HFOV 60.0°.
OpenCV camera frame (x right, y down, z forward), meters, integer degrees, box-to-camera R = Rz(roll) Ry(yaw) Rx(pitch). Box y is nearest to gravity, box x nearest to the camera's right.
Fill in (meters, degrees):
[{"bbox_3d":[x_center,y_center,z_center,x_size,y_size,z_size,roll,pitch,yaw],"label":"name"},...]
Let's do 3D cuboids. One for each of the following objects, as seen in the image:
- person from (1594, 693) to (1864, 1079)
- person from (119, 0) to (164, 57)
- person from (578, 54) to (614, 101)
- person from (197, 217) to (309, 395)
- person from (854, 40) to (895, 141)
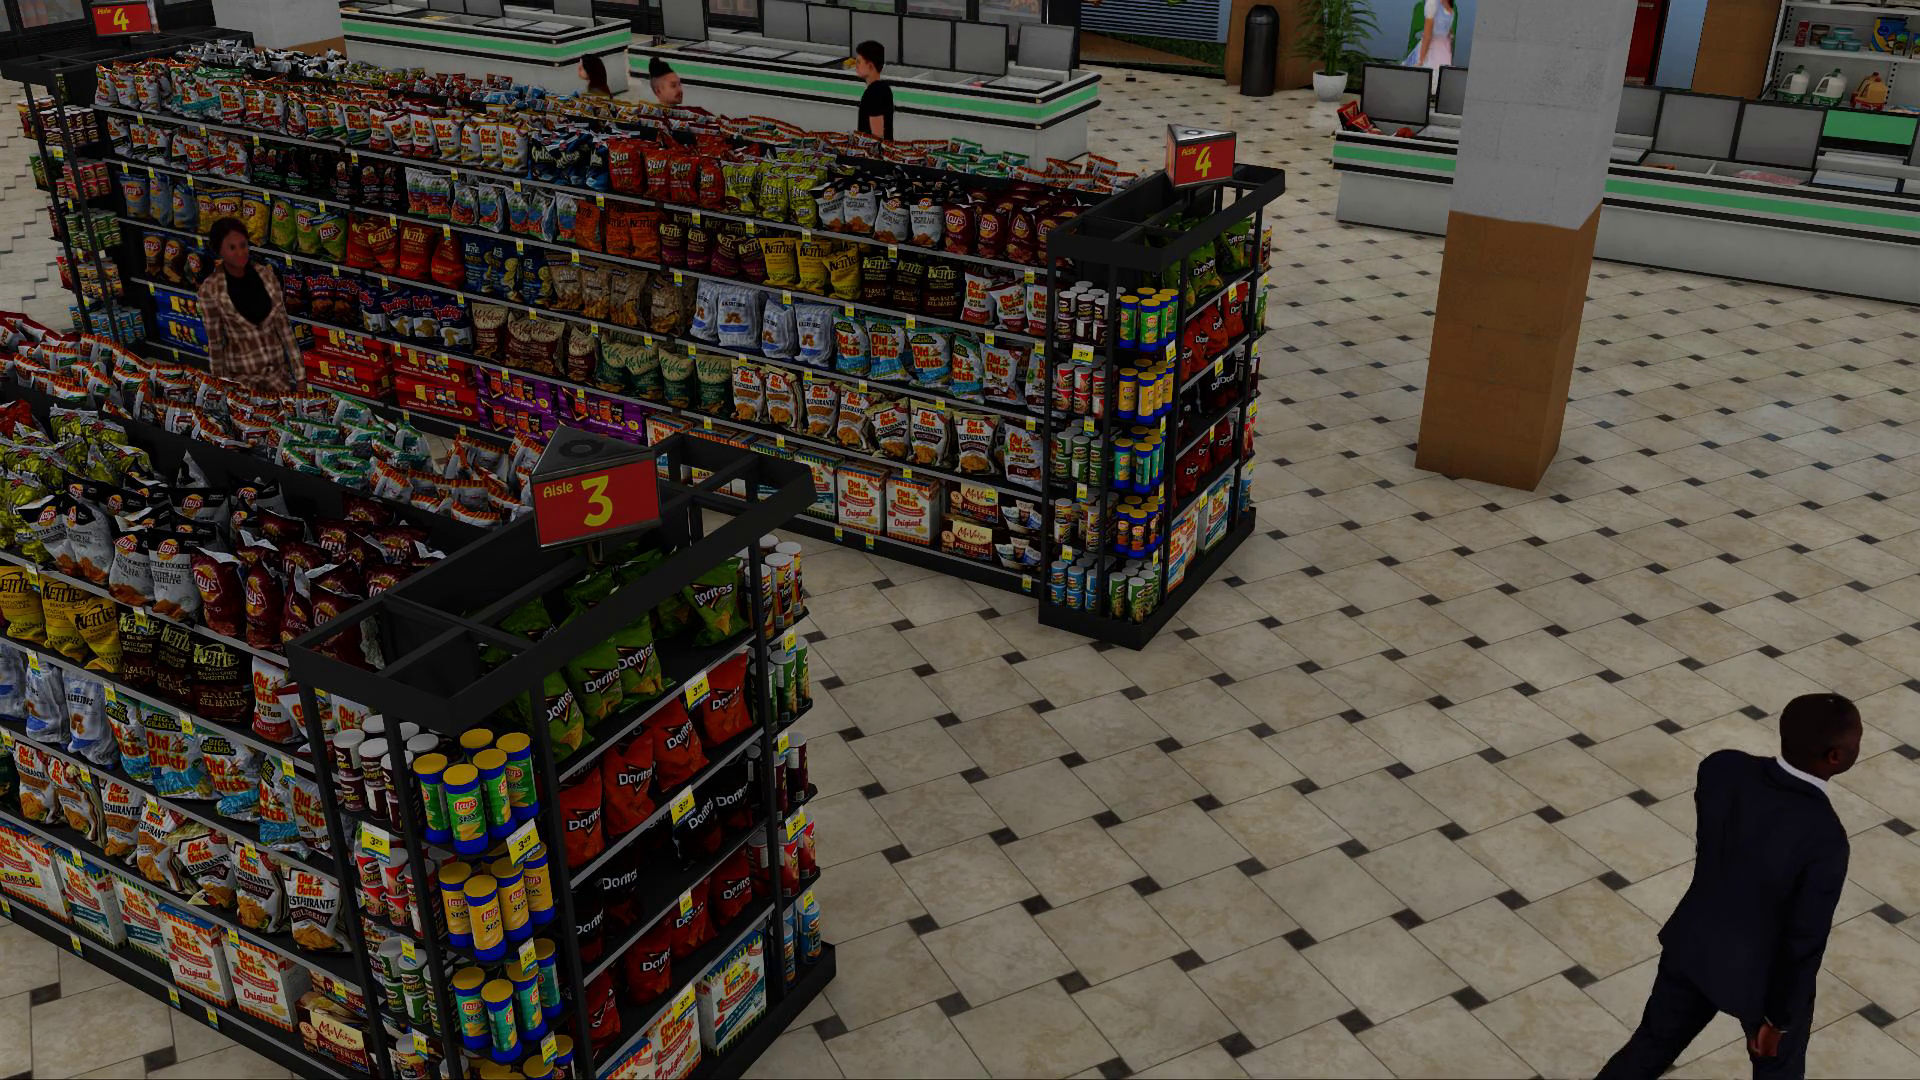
[{"bbox_3d":[2.119,1.209,4.685,1.201,1.804,1.219,-11,29,-20],"label":"person"},{"bbox_3d":[-8.375,-5.029,17.088,0.988,1.712,1.042,-6,28,-12],"label":"person"},{"bbox_3d":[-2.959,-3.353,14.068,0.936,1.453,0.890,-9,28,-17],"label":"person"},{"bbox_3d":[-3.724,-0.828,8.763,1.156,1.748,0.749,22,35,37],"label":"person"},{"bbox_3d":[-0.537,-2.807,12.572,1.199,1.832,0.986,3,27,5],"label":"person"}]
